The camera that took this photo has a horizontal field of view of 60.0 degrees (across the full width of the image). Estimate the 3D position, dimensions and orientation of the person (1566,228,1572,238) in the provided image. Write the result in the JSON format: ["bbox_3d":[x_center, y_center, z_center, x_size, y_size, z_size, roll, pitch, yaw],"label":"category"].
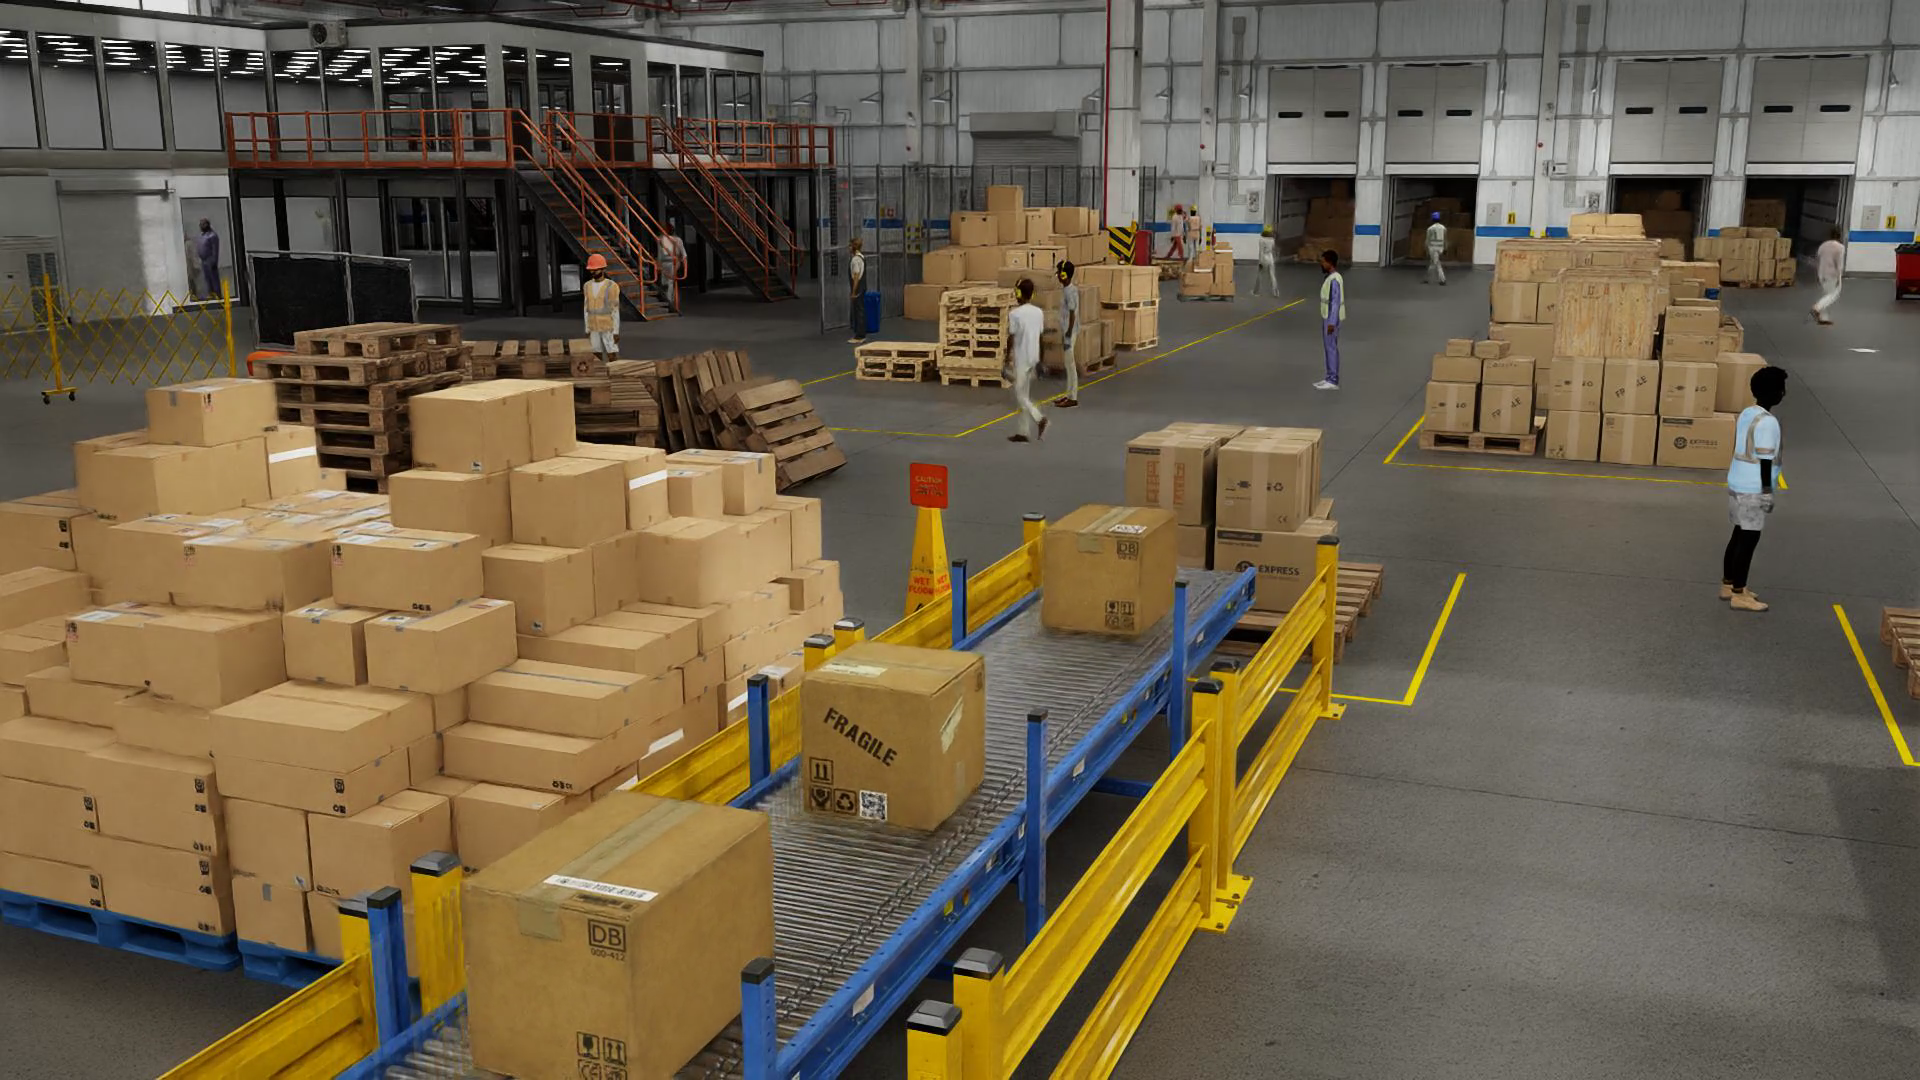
[{"bbox_3d":[16.040,-7.490,43.132,0.630,1.843,0.429,11,16,40],"label":"person"}]

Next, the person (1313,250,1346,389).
[{"bbox_3d":[5.140,-3.043,23.015,0.370,1.915,0.597,1,13,5],"label":"person"}]

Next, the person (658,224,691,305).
[{"bbox_3d":[-6.299,-6.031,36.610,0.599,1.818,1.040,4,13,19],"label":"person"}]

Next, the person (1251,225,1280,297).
[{"bbox_3d":[7.334,-6.638,39.638,0.498,1.699,0.902,-6,14,-26],"label":"person"}]

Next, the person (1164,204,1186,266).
[{"bbox_3d":[6.799,-9.597,52.321,0.980,1.962,0.604,7,15,30],"label":"person"}]

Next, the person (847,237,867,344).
[{"bbox_3d":[-1.797,-4.332,28.961,0.343,1.846,0.507,2,13,10],"label":"person"}]

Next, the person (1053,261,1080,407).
[{"bbox_3d":[1.365,-2.623,21.255,0.334,1.864,0.521,1,13,3],"label":"person"}]

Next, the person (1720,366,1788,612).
[{"bbox_3d":[5.480,-0.356,11.484,0.319,1.693,0.533,2,13,10],"label":"person"}]

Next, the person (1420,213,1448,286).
[{"bbox_3d":[12.514,-7.638,43.688,0.612,1.902,1.001,-7,15,-30],"label":"person"}]

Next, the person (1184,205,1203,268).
[{"bbox_3d":[7.134,-9.270,50.918,0.585,1.929,0.371,-3,13,-14],"label":"person"}]

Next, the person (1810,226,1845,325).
[{"bbox_3d":[16.881,-5.131,32.388,0.579,1.925,0.634,-3,13,-15],"label":"person"}]

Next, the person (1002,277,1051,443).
[{"bbox_3d":[0.754,-1.949,18.267,0.650,1.846,0.527,12,17,43],"label":"person"}]

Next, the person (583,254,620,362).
[{"bbox_3d":[-4.711,-2.782,21.831,0.542,1.928,0.399,5,14,23],"label":"person"}]
